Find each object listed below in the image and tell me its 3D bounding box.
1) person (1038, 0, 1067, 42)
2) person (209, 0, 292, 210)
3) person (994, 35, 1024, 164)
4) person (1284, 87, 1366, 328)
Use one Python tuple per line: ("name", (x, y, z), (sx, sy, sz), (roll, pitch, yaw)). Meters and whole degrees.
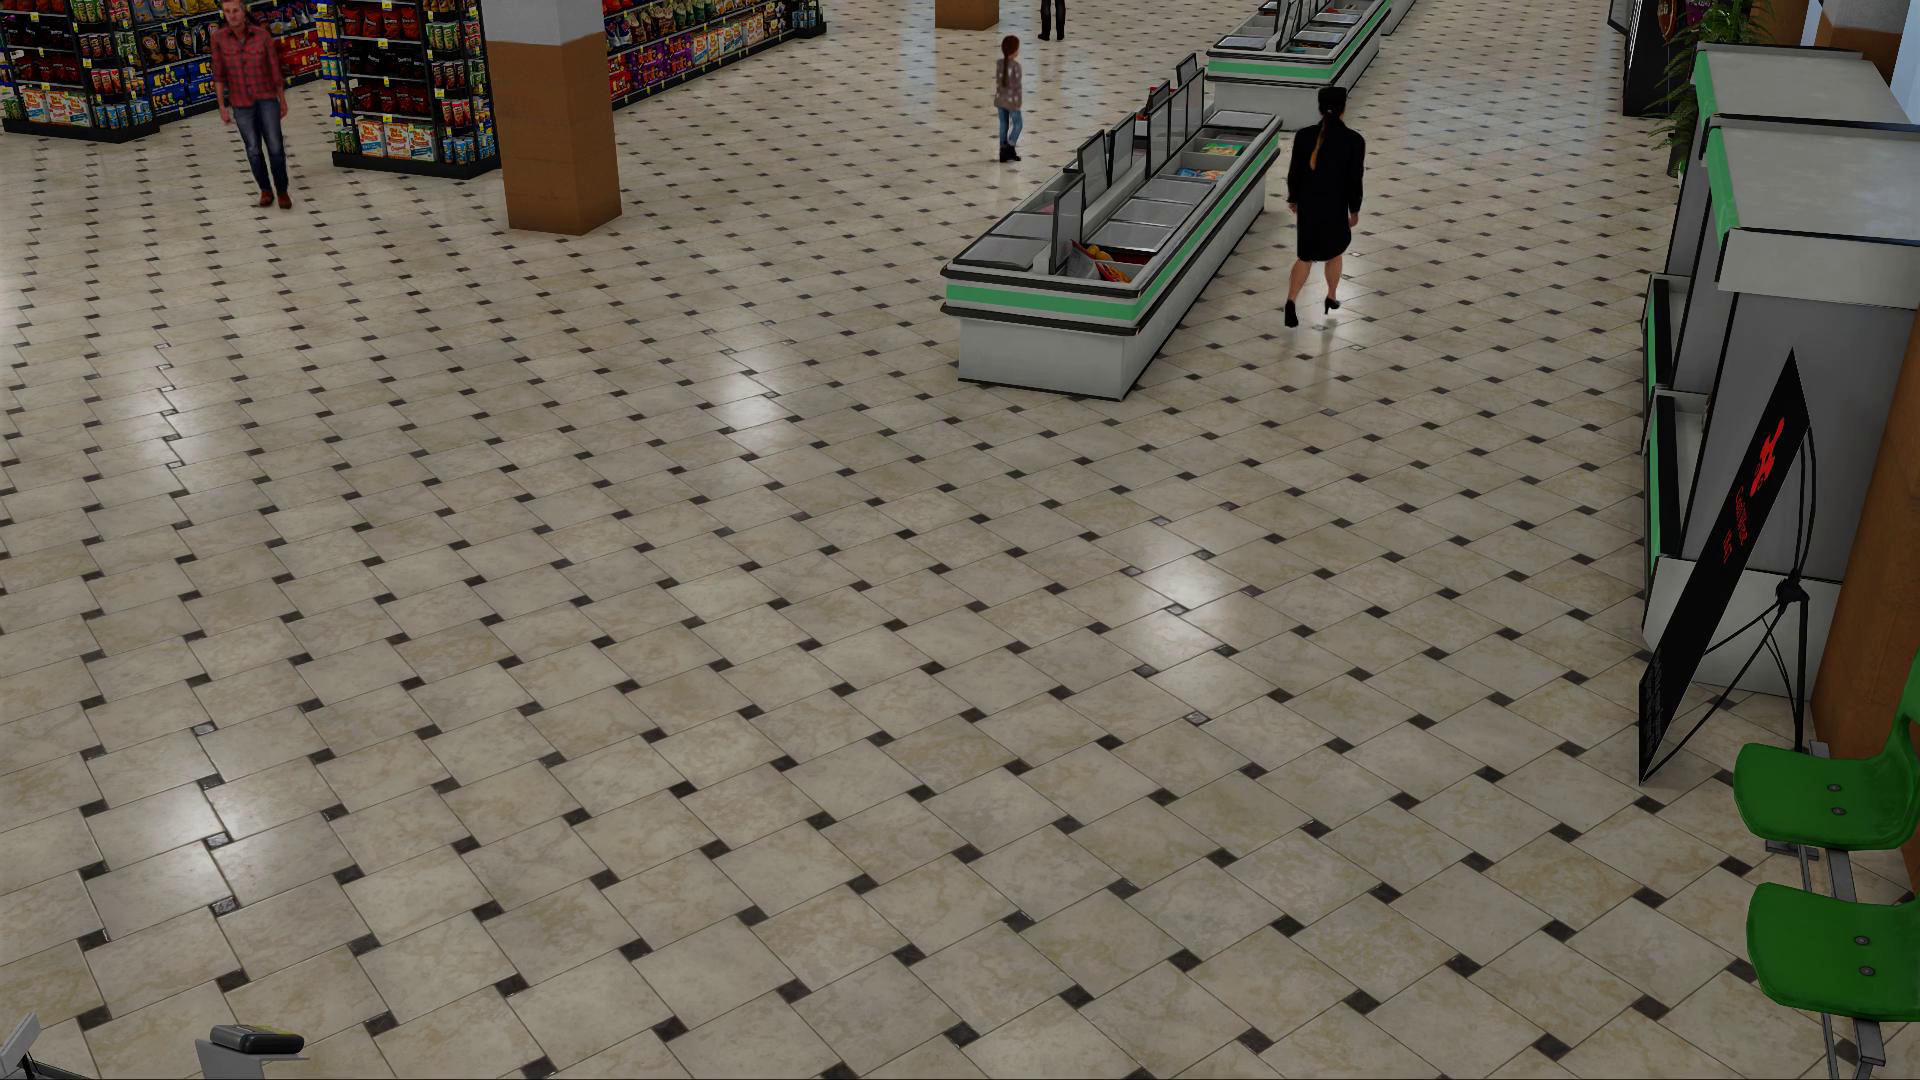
("person", (1.203, -7.417, 21.528), (0.741, 1.811, 0.734), (-4, 27, -8))
("person", (-6.115, -3.809, 14.414), (0.938, 1.811, 1.003), (-8, 28, -15))
("person", (0.432, -4.187, 15.849), (0.534, 1.188, 0.552), (19, 32, 33))
("person", (2.476, -2.254, 11.544), (0.834, 1.634, 1.109), (15, 30, 26))
